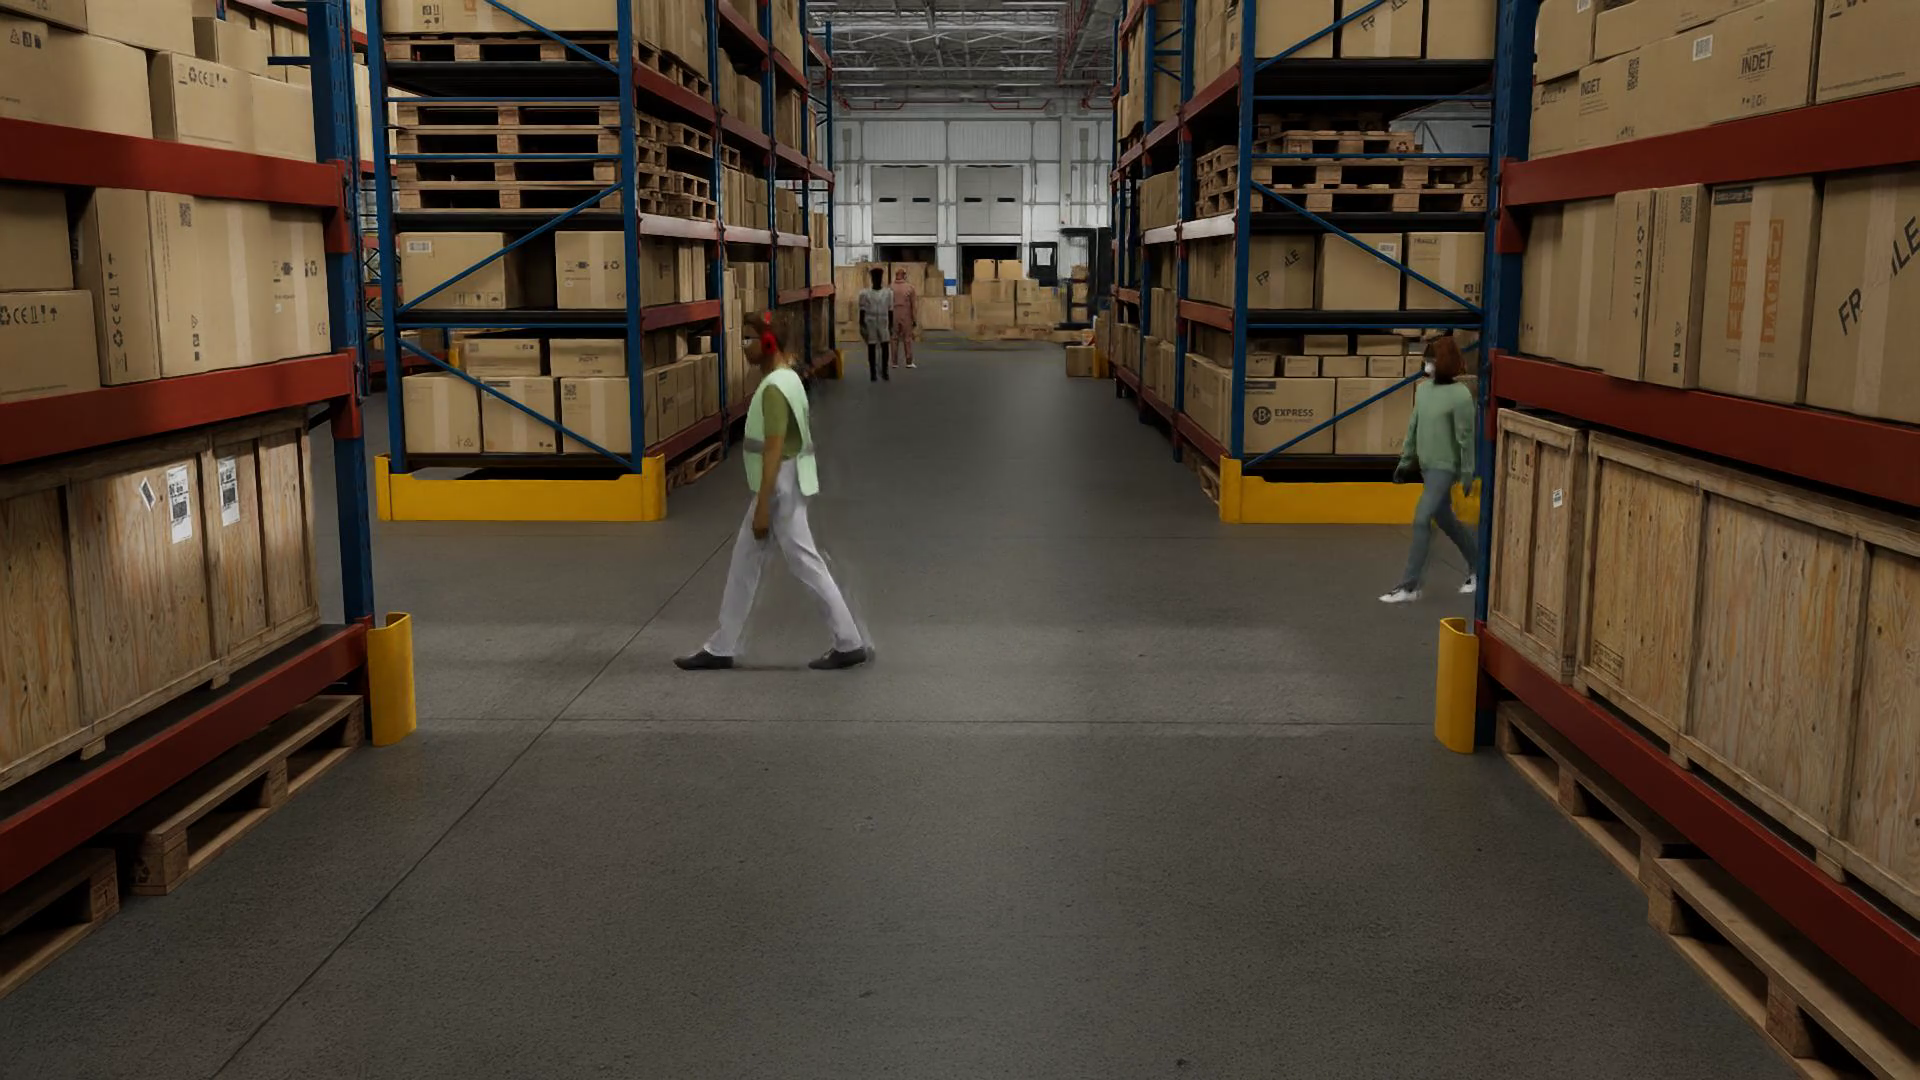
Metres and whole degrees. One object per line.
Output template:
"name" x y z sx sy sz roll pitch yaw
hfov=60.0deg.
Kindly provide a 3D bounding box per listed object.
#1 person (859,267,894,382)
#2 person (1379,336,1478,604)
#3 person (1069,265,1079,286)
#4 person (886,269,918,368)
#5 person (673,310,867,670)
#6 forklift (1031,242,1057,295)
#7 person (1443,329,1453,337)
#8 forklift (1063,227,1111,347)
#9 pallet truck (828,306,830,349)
"person" -1.397 -3.617 28.075 0.609 1.932 0.816 -2 10 -10
"person" 2.909 -0.430 9.978 0.837 1.595 0.499 -2 10 -15
"person" 3.974 -8.330 56.277 0.632 1.940 0.372 6 11 31
"person" -1.113 -4.238 31.875 0.641 1.905 0.410 3 10 15
"person" -0.908 -0.228 8.182 0.955 1.799 0.581 -2 10 -9
"forklift" 3.230 -10.146 64.339 1.129 2.768 1.873 0 9 1
"person" 10.424 -4.763 34.885 1.009 1.955 0.639 8 13 41
"forklift" 3.379 -5.841 38.548 1.873 2.768 1.129 0 9 0
"pallet truck" -3.100 -3.940 29.800 1.885 1.965 0.823 3 10 19
